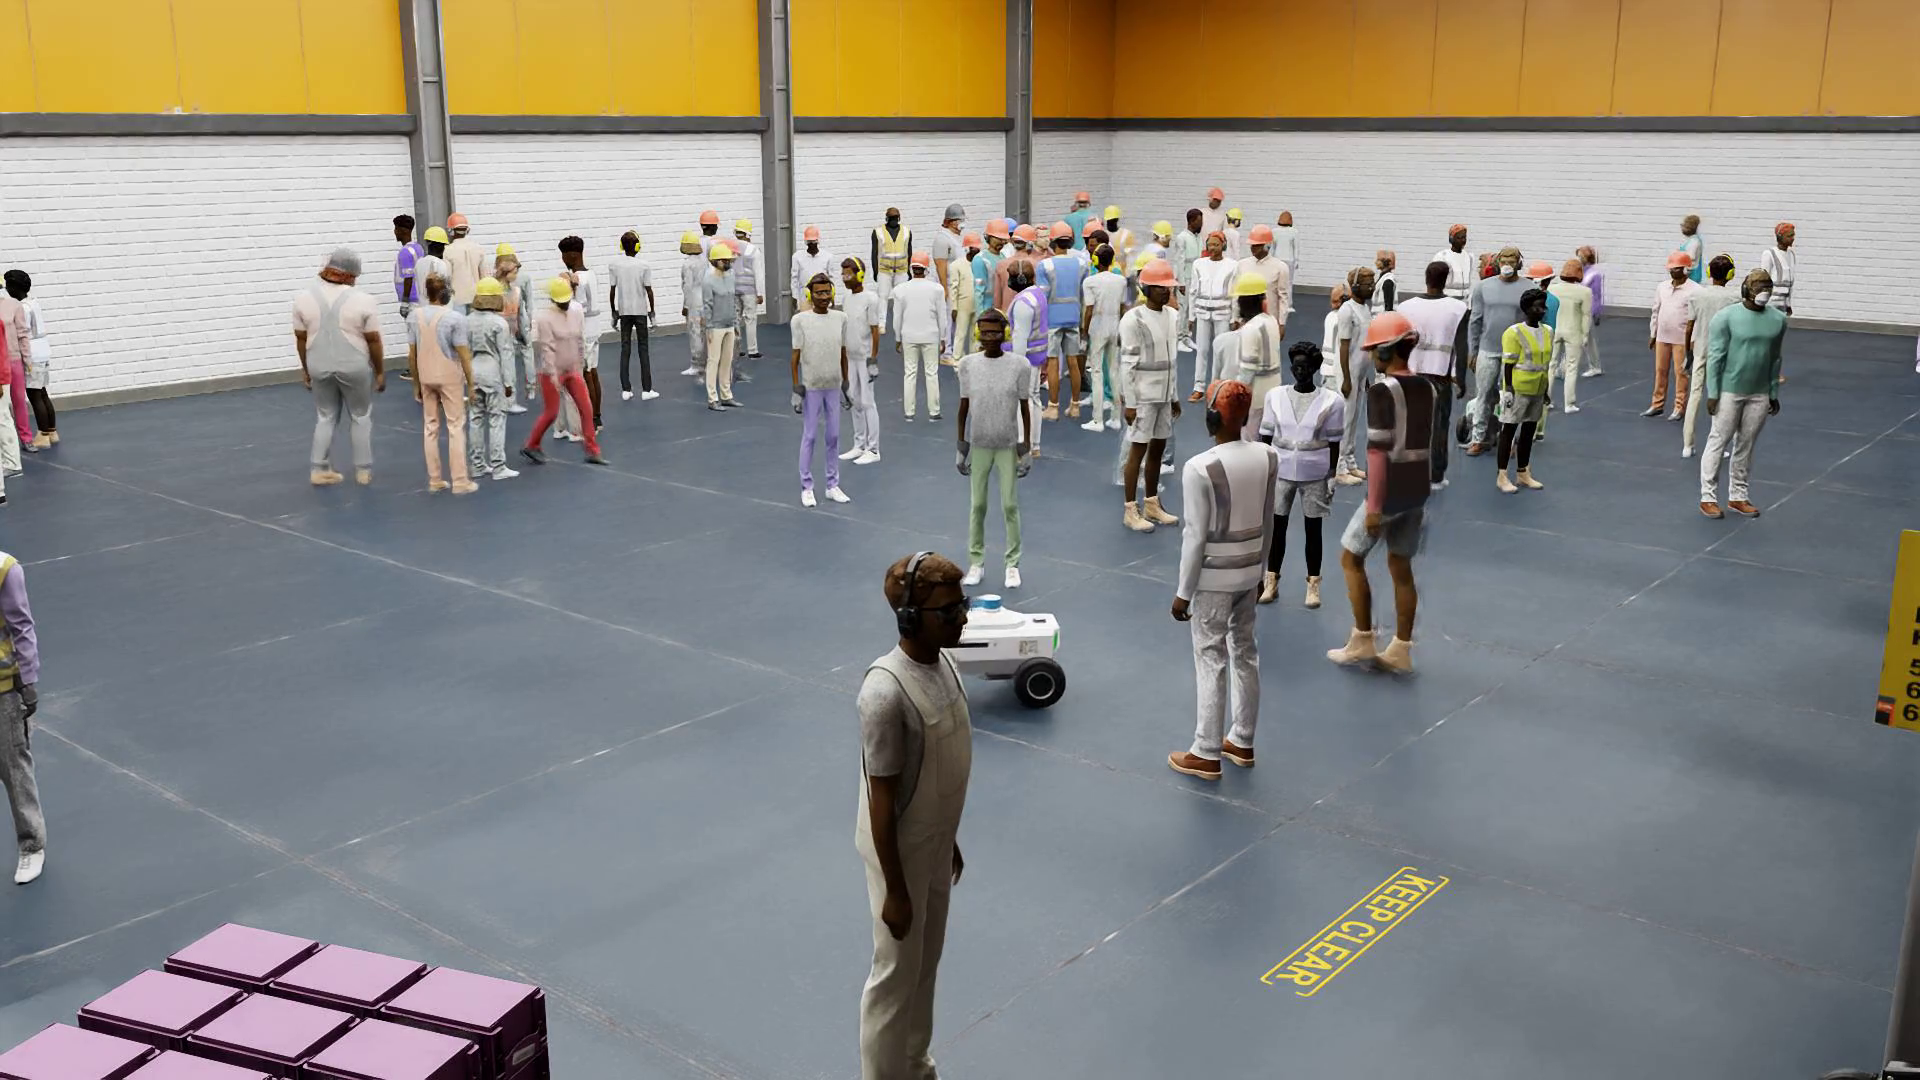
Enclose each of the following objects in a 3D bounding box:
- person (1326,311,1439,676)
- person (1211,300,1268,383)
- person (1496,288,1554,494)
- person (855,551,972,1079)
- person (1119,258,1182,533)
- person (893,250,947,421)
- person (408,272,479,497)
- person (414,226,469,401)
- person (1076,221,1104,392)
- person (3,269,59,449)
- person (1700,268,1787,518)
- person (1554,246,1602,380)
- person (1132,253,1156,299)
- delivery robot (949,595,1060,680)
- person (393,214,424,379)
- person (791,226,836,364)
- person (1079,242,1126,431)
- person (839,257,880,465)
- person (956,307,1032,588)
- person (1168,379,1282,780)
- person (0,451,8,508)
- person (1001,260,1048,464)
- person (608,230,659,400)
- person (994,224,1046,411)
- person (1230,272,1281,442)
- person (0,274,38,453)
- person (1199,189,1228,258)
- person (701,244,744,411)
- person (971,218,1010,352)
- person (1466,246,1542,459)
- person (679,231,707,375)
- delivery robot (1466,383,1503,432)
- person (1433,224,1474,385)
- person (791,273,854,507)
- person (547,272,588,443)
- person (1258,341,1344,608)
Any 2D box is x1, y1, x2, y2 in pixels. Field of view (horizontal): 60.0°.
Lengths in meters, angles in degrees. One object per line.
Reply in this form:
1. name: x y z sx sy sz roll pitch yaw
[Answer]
1. person: 2.352 -0.258 9.259 0.626 2.011 0.640 -12 18 -40
2. person: 2.232 -1.050 12.987 0.575 1.737 0.355 9 17 33
3. person: 4.708 -1.241 13.831 0.532 1.696 0.319 -8 16 -28
4. person: -0.118 0.928 4.862 0.350 1.847 0.506 5 15 20
5. person: 1.459 -1.084 12.502 0.373 2.043 0.615 13 19 43
6. person: -0.406 -2.094 17.119 0.563 1.753 0.327 1 14 6
7. person: -4.251 -1.272 13.686 0.541 1.836 0.370 3 14 13
8. person: -5.727 -2.470 18.284 0.585 1.922 0.377 12 19 41
9. person: 1.495 -2.668 19.043 0.376 1.935 0.550 1 14 2
10. person: -8.780 -1.710 15.731 0.320 1.686 0.538 -4 15 -15
11. person: 6.076 -1.134 12.910 0.627 1.940 0.371 -2 14 -9
12. person: 7.445 -2.720 19.961 0.877 1.591 0.527 -3 14 -13
13. person: 1.879 -2.011 16.783 0.334 1.760 0.527 -2 14 -9
14. delivery robot: 0.164 0.535 8.859 0.707 0.478 0.477 -1 14 -5
15. person: -6.603 -2.920 19.994 0.367 1.966 0.606 -1 14 -5
16. person: -1.873 -3.130 21.261 0.573 1.749 0.332 -2 14 -6
17. person: 1.419 -2.020 16.587 0.514 1.874 0.327 -7 16 -27
18. person: -0.919 -1.616 15.017 0.347 1.855 0.531 -11 18 -38
19. person: 0.225 -0.604 10.959 0.510 1.863 0.324 3 14 10
20. person: 1.223 0.186 7.755 0.575 1.882 0.355 -11 18 -37
21. person: -7.867 -1.147 13.180 0.598 1.832 0.404 12 18 39
22. person: 0.571 -1.605 15.019 0.429 1.837 0.624 4 15 15
23. person: -3.625 -2.491 18.474 0.531 1.870 0.317 1 14 6
24. person: 0.656 -2.314 17.520 0.623 1.989 0.400 9 17 32
25. person: 2.254 -1.097 12.826 0.427 1.912 0.598 7 15 25
26. person: -8.849 -1.650 15.341 0.525 1.760 0.341 -12 18 -39
27. person: 4.217 -4.924 28.018 0.660 1.947 0.540 0 14 0
28. person: -2.548 -2.275 17.818 0.306 1.772 0.527 8 16 29
29. person: 0.374 -2.419 17.847 0.395 2.039 0.606 10 17 34
30. person: 4.967 -1.716 15.238 0.632 1.940 0.372 6 15 22
31. person: -3.270 -2.898 20.357 0.295 1.744 0.485 4 15 15
32. delivery robot: 5.157 -1.278 16.103 0.477 0.478 0.707 9 16 31
33. person: 5.738 -2.722 19.372 0.575 1.883 0.355 -7 16 -27
34. person: -1.099 -1.207 13.347 0.538 1.869 0.313 -8 16 -28
35. person: -3.780 -1.759 16.040 0.518 1.632 0.317 12 18 39
36. person: 2.144 -0.414 10.527 0.535 1.697 0.318 5 15 20
